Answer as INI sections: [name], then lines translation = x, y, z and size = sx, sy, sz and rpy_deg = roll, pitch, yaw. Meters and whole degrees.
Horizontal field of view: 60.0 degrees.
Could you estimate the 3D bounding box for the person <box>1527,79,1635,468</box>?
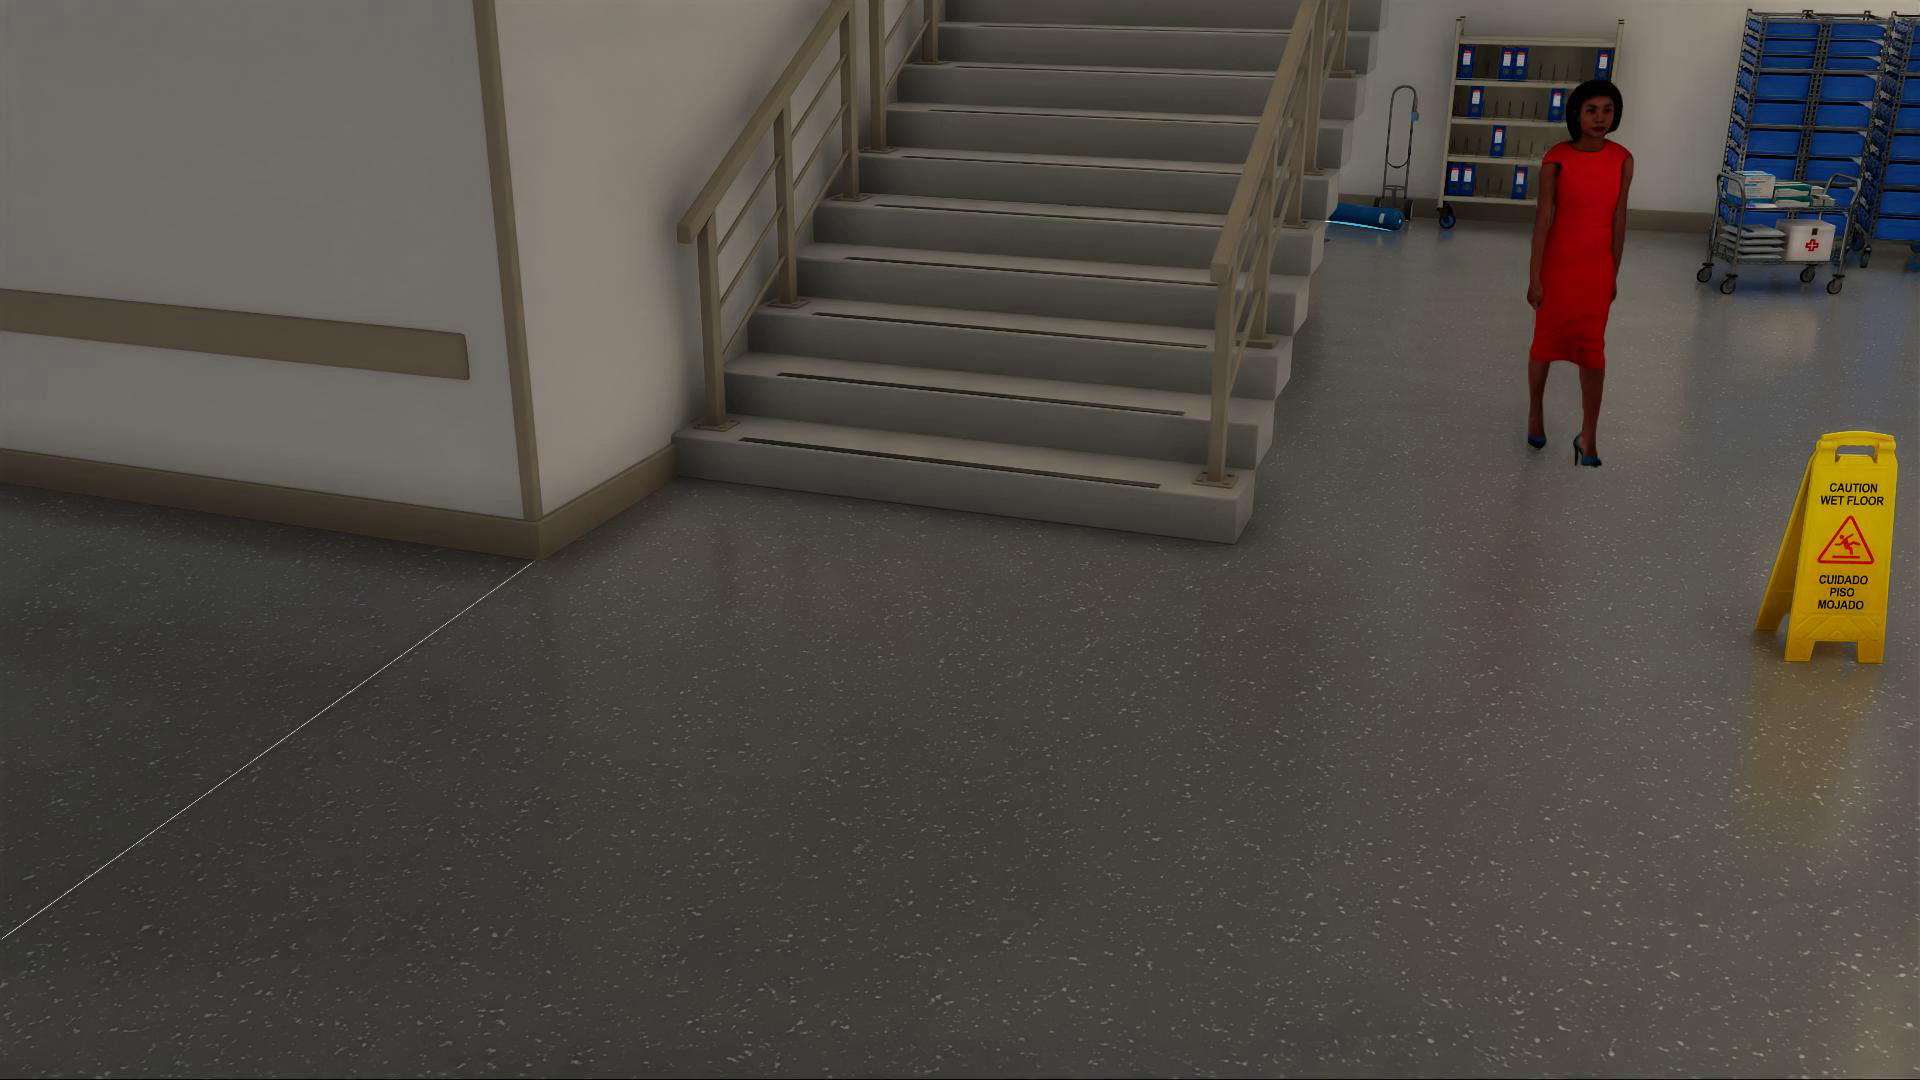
[person]
translation = 2.808, -1.231, 7.696
size = 0.749, 1.717, 1.037
rpy_deg = 2, 21, 4
